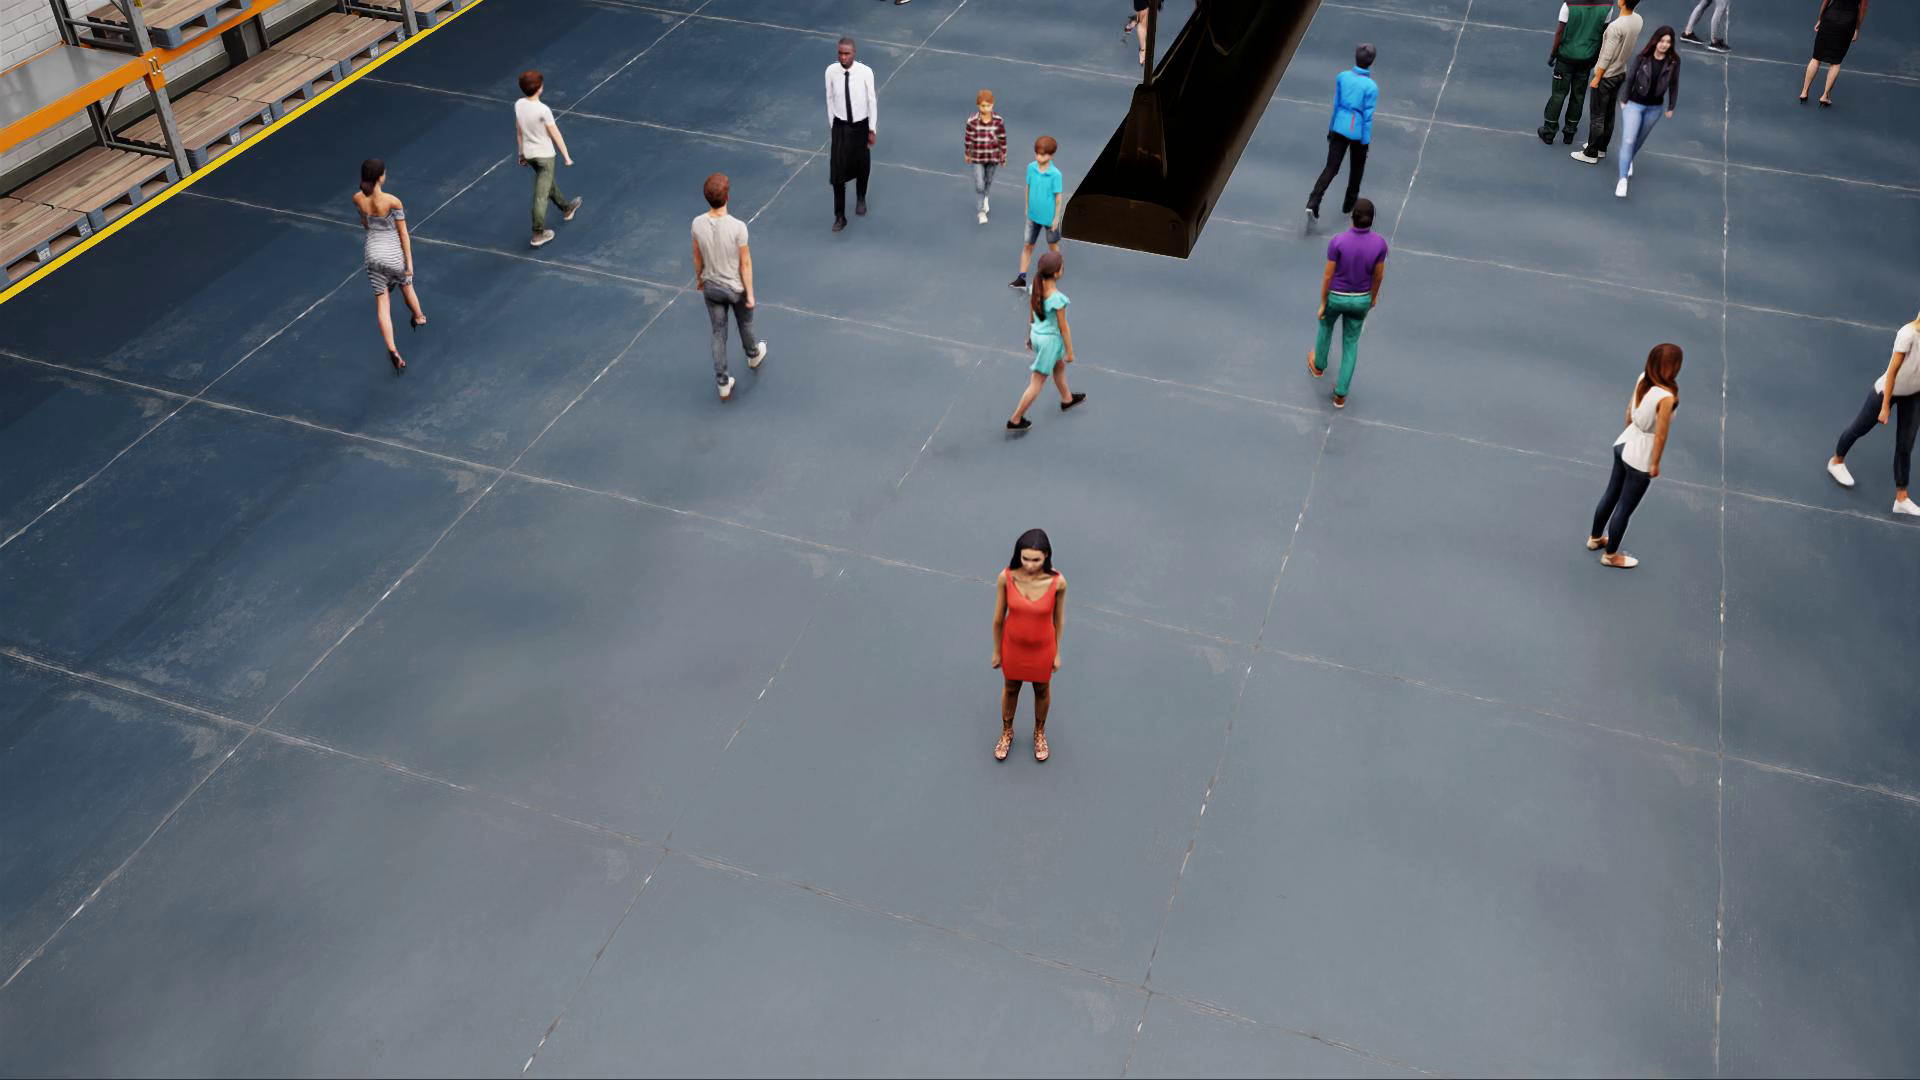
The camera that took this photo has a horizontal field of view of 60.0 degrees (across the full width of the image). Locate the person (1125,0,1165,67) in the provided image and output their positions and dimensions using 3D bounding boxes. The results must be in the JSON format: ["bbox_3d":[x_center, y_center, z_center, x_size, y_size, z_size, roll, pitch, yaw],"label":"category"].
[{"bbox_3d":[2.073,-6.252,18.807,0.961,1.695,1.042,-13,41,-16],"label":"person"}]

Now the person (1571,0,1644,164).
[{"bbox_3d":[6.568,-4.697,16.767,0.661,1.812,0.796,-28,46,-31],"label":"person"}]

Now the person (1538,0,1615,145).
[{"bbox_3d":[6.326,-4.968,17.084,0.757,1.839,0.709,2,39,2],"label":"person"}]

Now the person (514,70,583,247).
[{"bbox_3d":[-3.948,-3.505,15.425,0.729,1.623,1.074,20,43,23],"label":"person"}]

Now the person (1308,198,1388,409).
[{"bbox_3d":[3.101,-1.854,13.260,0.807,1.745,1.023,2,39,2],"label":"person"}]

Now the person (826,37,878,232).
[{"bbox_3d":[-0.998,-3.934,15.817,0.834,1.804,1.125,2,39,3],"label":"person"}]

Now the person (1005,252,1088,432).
[{"bbox_3d":[0.630,-1.515,13.014,1.129,1.521,0.960,-24,44,-27],"label":"person"}]

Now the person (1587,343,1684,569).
[{"bbox_3d":[4.731,-0.601,11.660,0.726,1.785,0.604,-4,39,-5],"label":"person"}]

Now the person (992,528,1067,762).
[{"bbox_3d":[0.418,0.639,10.159,0.643,1.719,0.618,2,39,3],"label":"person"}]

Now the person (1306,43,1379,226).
[{"bbox_3d":[3.612,-3.792,15.667,0.903,1.769,1.181,30,48,32],"label":"person"}]

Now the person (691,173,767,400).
[{"bbox_3d":[-1.908,-1.991,13.335,0.789,1.866,1.058,8,39,9],"label":"person"}]

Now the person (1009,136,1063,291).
[{"bbox_3d":[0.786,-2.959,14.899,0.635,1.427,0.900,20,43,23],"label":"person"}]

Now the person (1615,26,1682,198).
[{"bbox_3d":[6.752,-4.288,16.429,0.778,1.595,1.068,5,39,6],"label":"person"}]

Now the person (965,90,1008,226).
[{"bbox_3d":[0.240,-3.712,15.965,0.777,1.273,0.954,-4,39,-4],"label":"person"}]

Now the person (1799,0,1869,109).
[{"bbox_3d":[9.418,-5.519,17.848,0.657,1.746,0.627,27,46,30],"label":"person"}]

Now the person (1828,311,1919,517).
[{"bbox_3d":[6.842,-1.106,12.299,1.037,1.776,1.191,-10,40,-12],"label":"person"}]

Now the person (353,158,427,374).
[{"bbox_3d":[-4.752,-2.218,13.699,0.795,1.767,1.150,3,39,3],"label":"person"}]

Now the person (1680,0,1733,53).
[{"bbox_3d":[8.663,-6.549,19.173,0.839,1.703,0.897,30,47,32],"label":"person"}]
